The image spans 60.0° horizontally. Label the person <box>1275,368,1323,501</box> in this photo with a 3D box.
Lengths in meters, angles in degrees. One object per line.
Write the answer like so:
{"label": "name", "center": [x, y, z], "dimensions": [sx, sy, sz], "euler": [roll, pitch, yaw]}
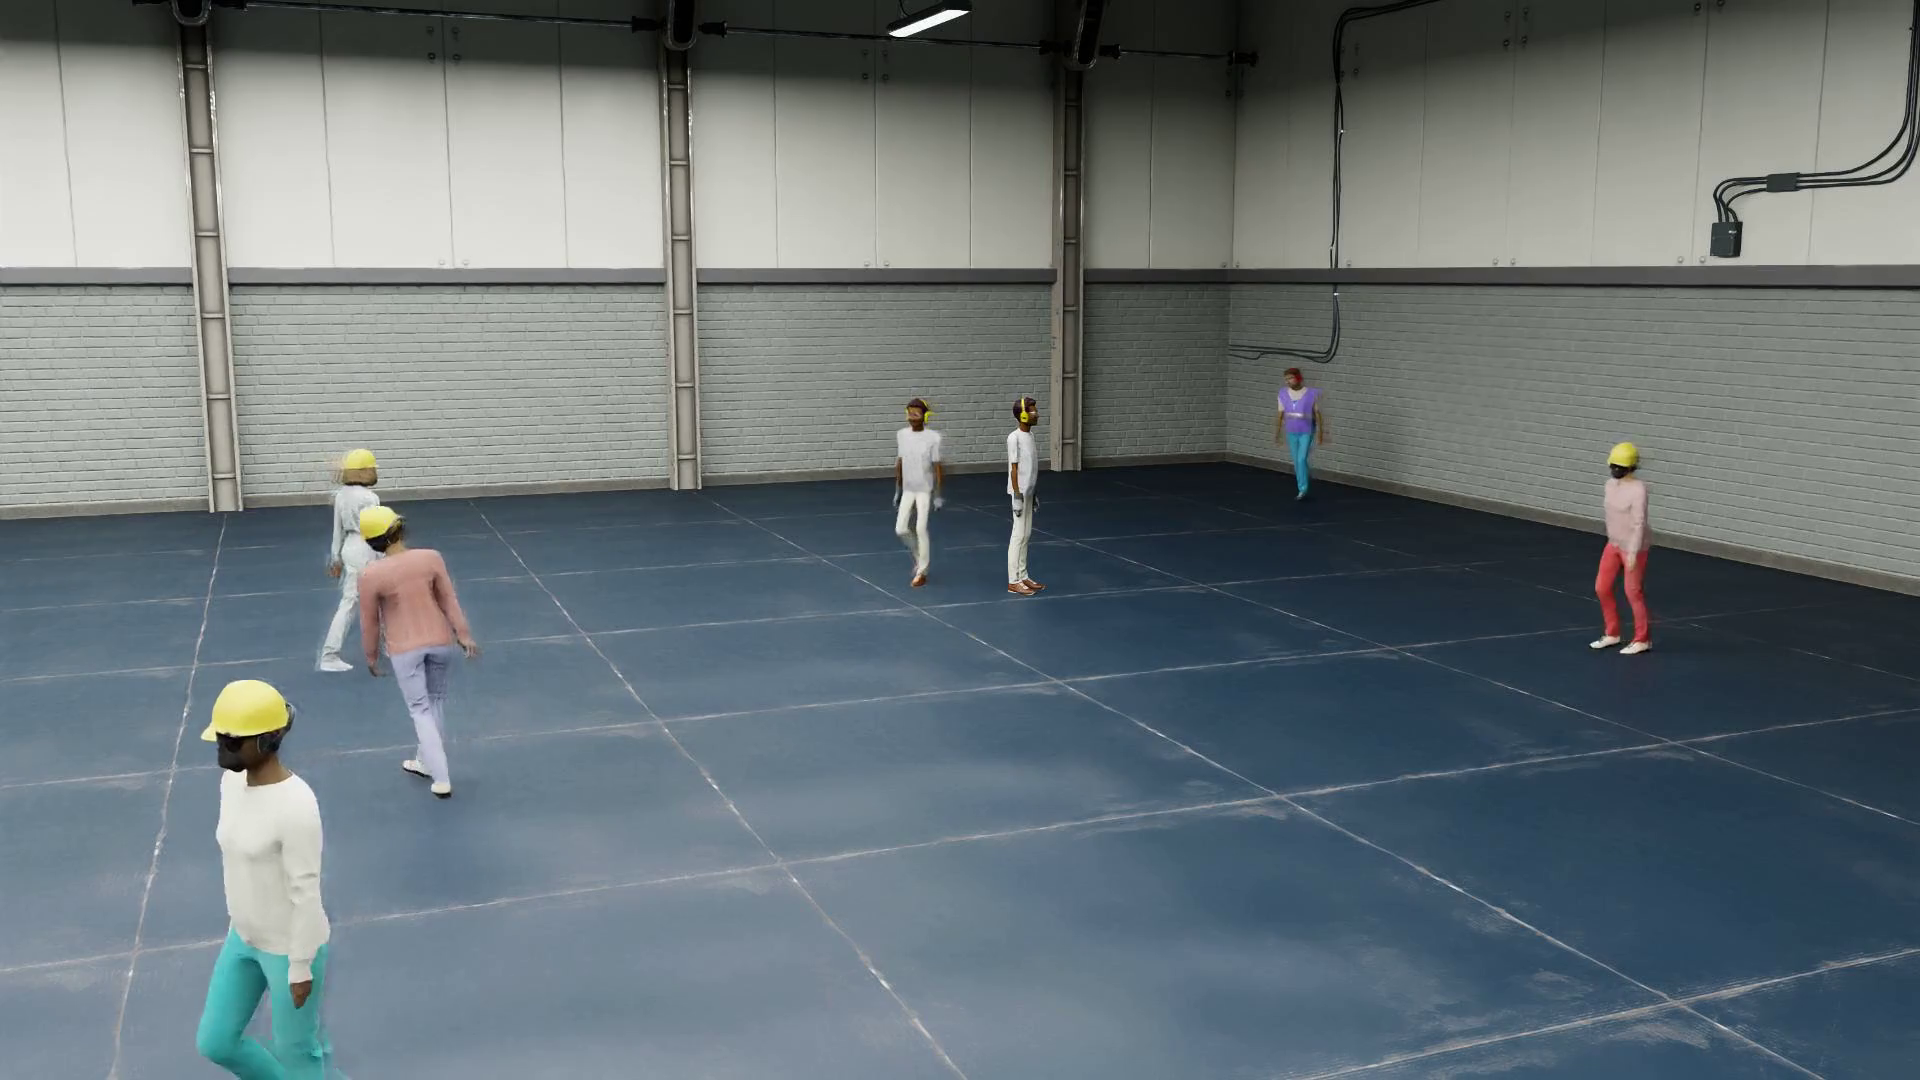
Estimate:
{"label": "person", "center": [4.543, -1.411, 22.309], "dimensions": [0.579, 1.801, 0.698], "euler": [7, 11, 37]}

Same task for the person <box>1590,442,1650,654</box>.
{"label": "person", "center": [5.308, 0.074, 13.222], "dimensions": [0.561, 1.725, 0.540], "euler": [-3, 9, -16]}

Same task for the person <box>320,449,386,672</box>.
{"label": "person", "center": [-4.620, 0.147, 12.880], "dimensions": [0.487, 1.694, 0.919], "euler": [8, 12, 40]}

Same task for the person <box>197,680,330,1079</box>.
{"label": "person", "center": [-2.246, 1.307, 5.377], "dimensions": [0.545, 1.754, 0.364], "euler": [7, 11, 37]}

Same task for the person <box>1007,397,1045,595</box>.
{"label": "person", "center": [0.627, -0.425, 15.905], "dimensions": [0.328, 1.877, 0.513], "euler": [3, 10, 20]}

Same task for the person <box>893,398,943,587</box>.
{"label": "person", "center": [-0.412, -0.467, 16.231], "dimensions": [0.546, 1.854, 0.433], "euler": [5, 10, 29]}

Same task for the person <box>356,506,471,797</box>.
{"label": "person", "center": [-3.227, 0.634, 9.756], "dimensions": [0.594, 1.707, 0.743], "euler": [-9, 13, -44]}
